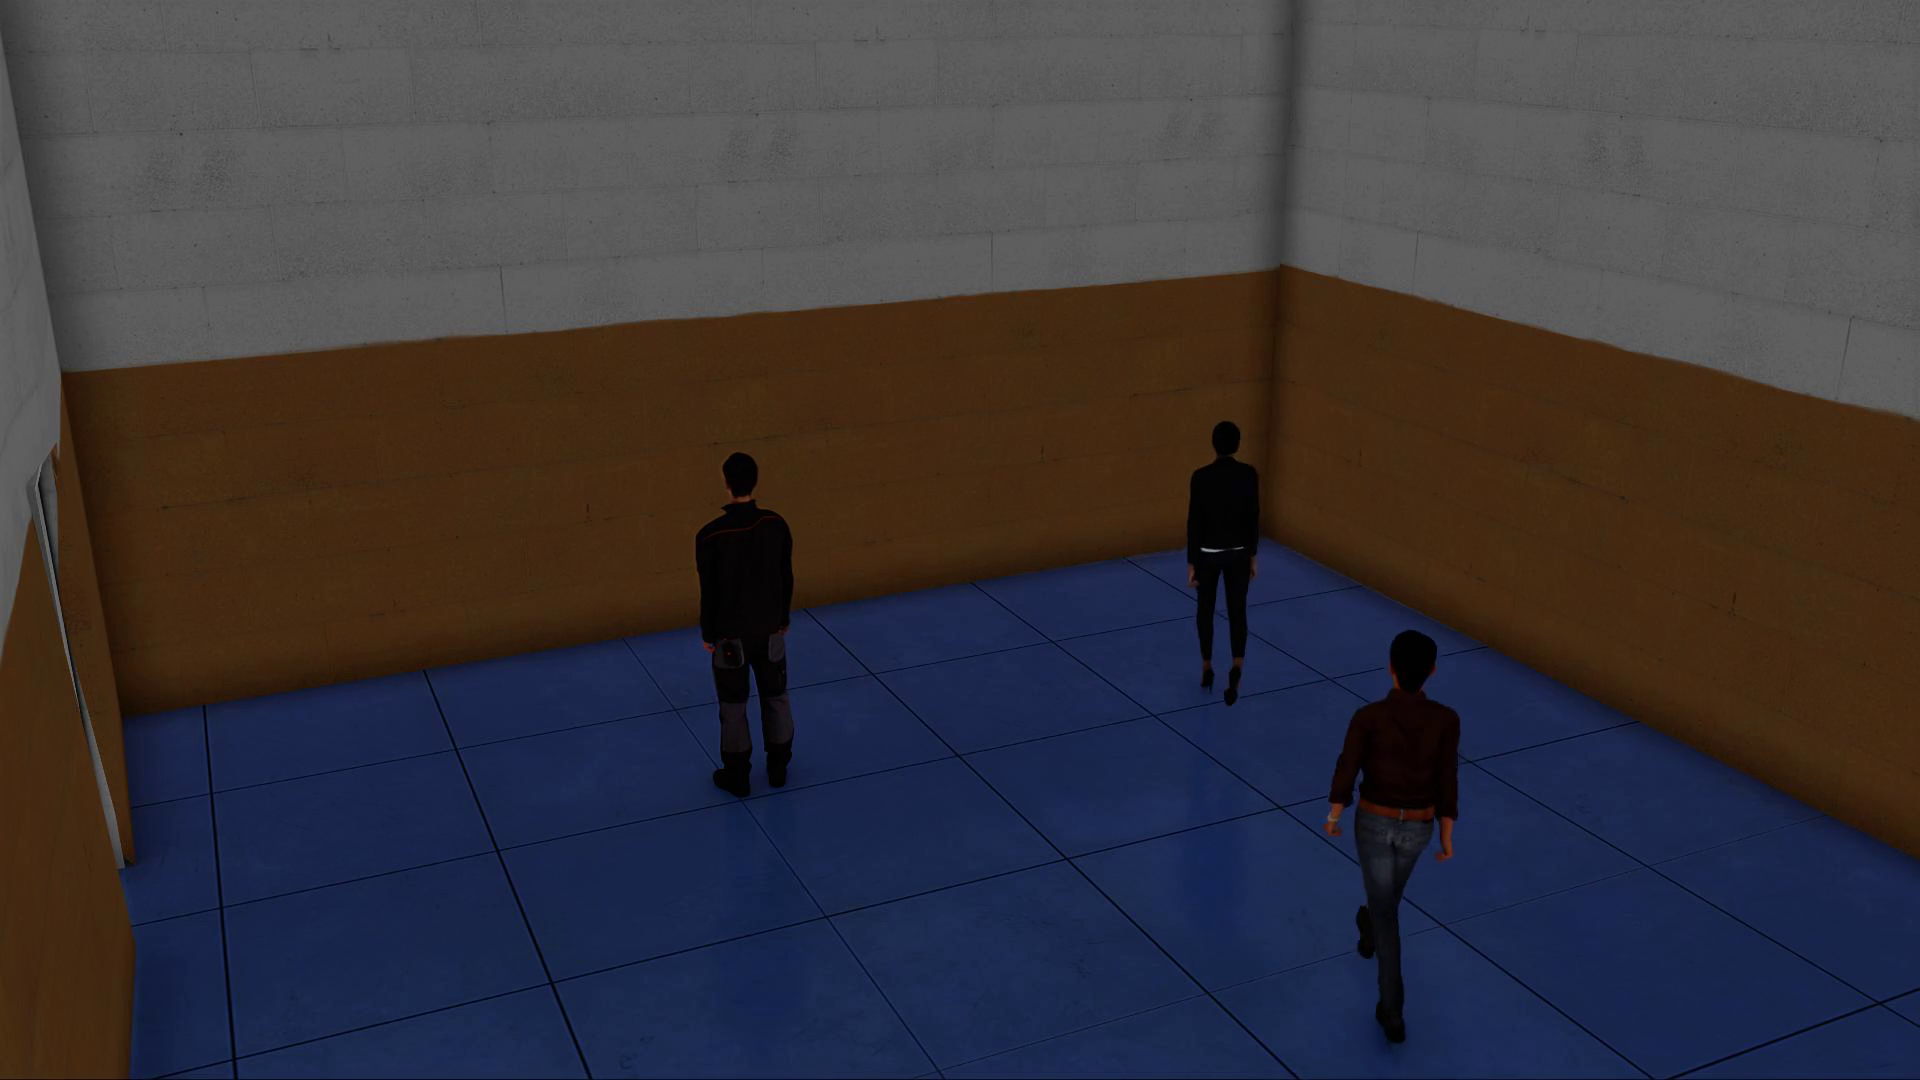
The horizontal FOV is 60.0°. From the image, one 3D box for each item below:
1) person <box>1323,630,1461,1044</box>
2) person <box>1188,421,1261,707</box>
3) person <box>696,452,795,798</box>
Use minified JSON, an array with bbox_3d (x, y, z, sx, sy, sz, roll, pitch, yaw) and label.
[{"bbox_3d":[1.849,1.279,7.021,1.149,1.730,1.035,0,19,-1],"label":"person"},{"bbox_3d":[1.616,0.191,10.117,1.069,1.813,0.980,1,19,2],"label":"person"},{"bbox_3d":[-1.164,0.458,9.117,0.532,1.946,0.764,-10,21,-27],"label":"person"}]
